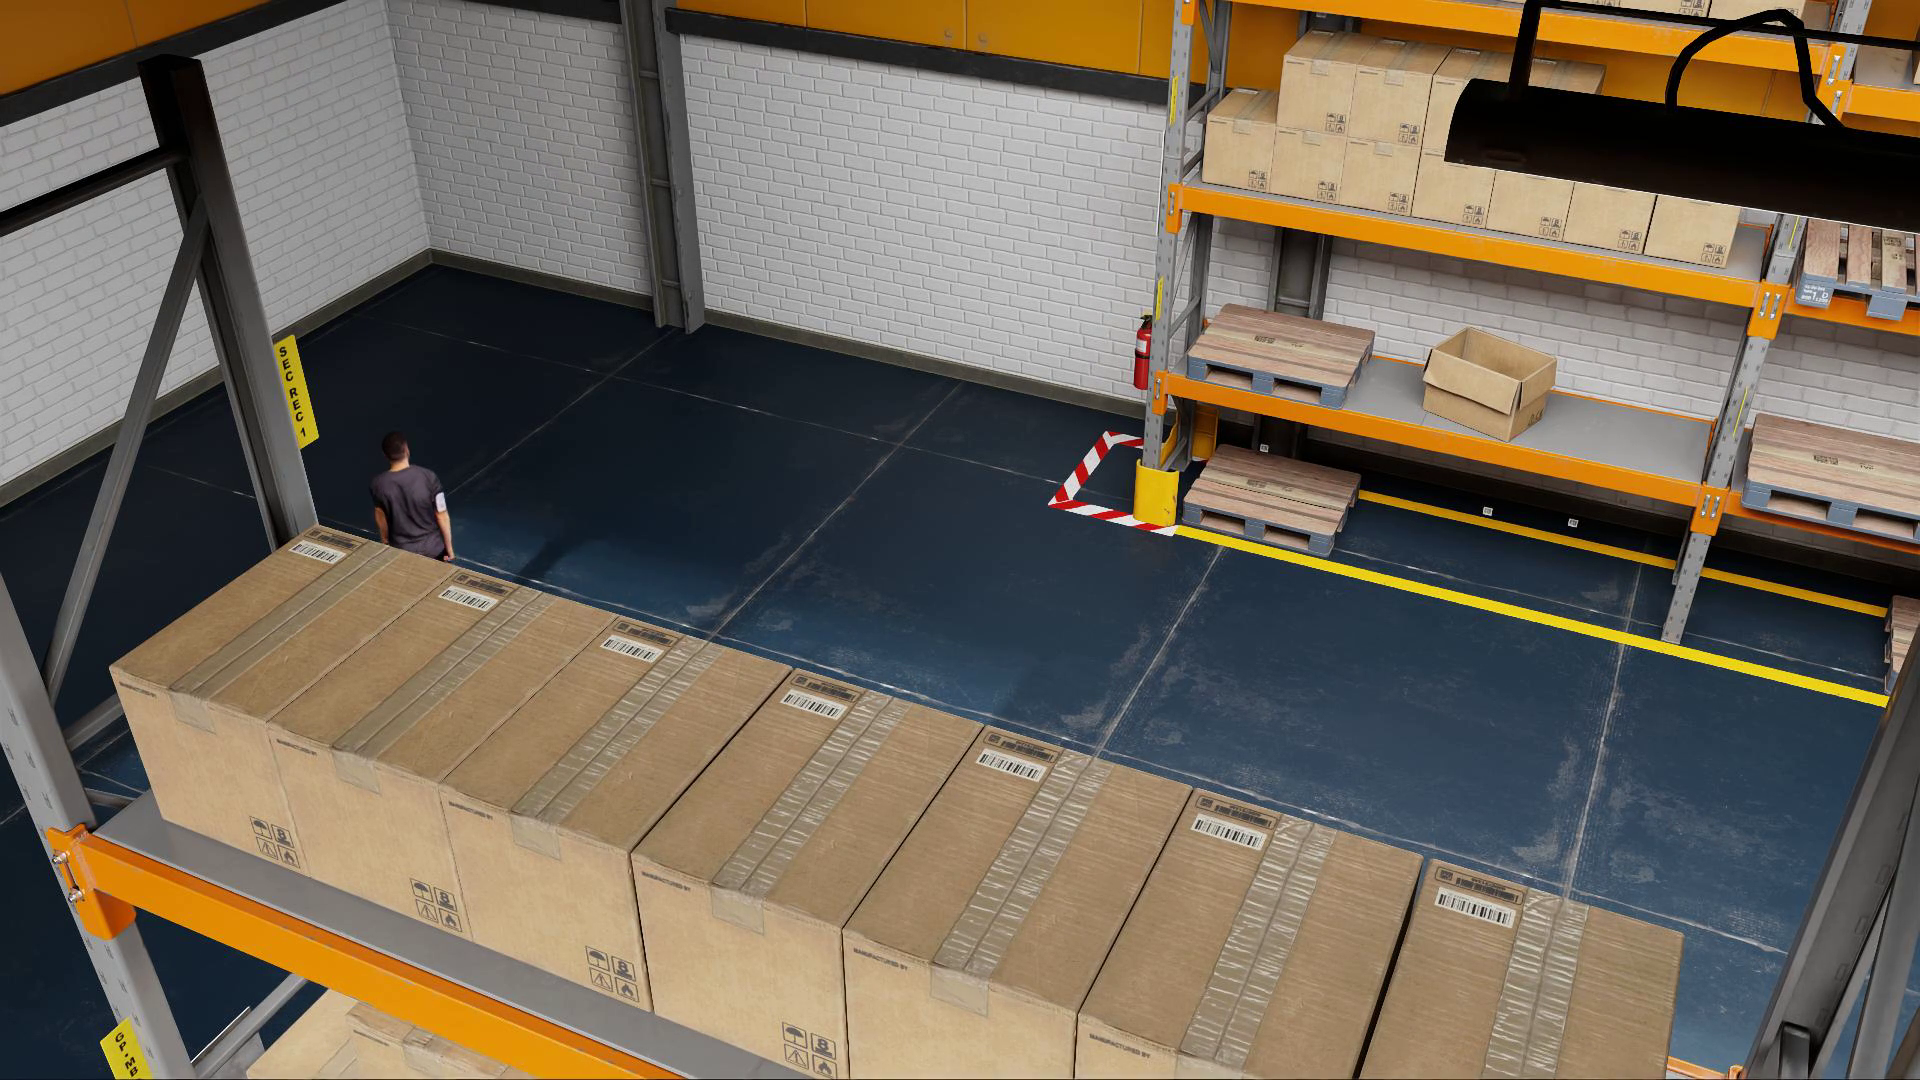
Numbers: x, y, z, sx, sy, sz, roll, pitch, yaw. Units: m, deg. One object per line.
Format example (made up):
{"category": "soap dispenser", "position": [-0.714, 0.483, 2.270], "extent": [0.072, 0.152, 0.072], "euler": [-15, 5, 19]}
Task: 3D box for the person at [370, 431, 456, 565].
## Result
{"category": "person", "position": [-3.720, 0.090, 11.381], "extent": [0.750, 1.753, 0.821], "euler": [-9, 35, -13]}
